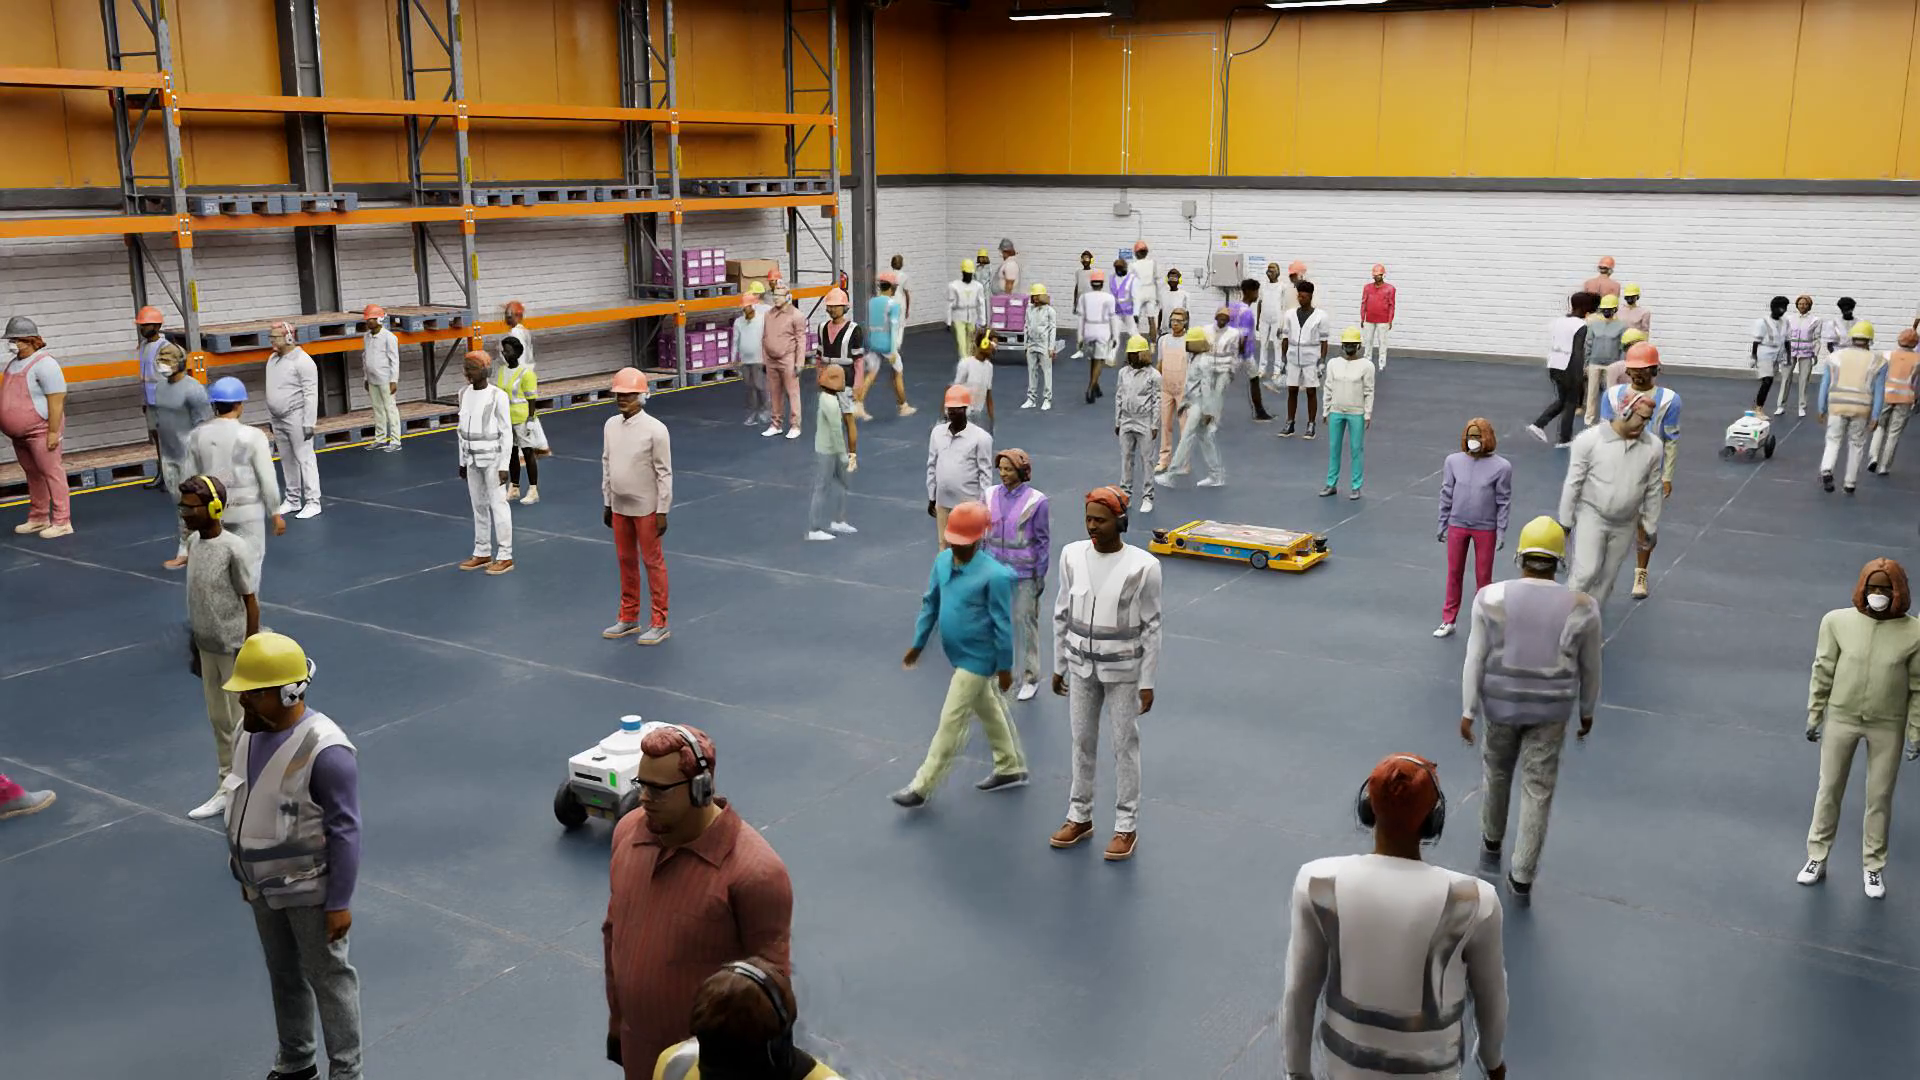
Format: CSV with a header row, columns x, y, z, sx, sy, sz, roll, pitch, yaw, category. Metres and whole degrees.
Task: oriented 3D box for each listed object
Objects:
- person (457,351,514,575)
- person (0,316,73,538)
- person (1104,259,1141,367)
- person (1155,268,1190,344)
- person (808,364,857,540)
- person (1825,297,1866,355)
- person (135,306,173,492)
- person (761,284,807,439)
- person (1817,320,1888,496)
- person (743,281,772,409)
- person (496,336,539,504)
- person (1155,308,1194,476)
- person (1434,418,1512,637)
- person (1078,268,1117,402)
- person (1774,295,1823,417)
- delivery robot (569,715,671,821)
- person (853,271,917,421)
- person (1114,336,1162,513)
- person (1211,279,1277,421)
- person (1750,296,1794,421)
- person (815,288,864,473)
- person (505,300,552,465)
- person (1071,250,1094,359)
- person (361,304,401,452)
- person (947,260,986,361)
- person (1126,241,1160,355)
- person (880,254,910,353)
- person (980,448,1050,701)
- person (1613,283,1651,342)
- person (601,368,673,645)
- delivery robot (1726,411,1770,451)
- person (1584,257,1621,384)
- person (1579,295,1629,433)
x,y,z,sx,sy,sz,roll,pitch,yaw,category
-4.003,-0.652,13.975,0.583,1.884,0.350,8,15,31,person
-8.557,-1.039,15.311,0.688,2.000,0.538,8,15,31,person
2.701,-3.783,27.764,0.710,1.786,0.910,10,17,38,person
3.091,-3.018,24.262,0.531,1.876,0.322,8,15,31,person
-1.138,-0.797,15.190,0.600,1.615,0.502,-2,13,-8,person
11.661,-2.358,21.875,0.552,1.662,0.617,4,14,17,person
-8.389,-1.470,17.399,0.551,1.942,0.345,8,15,31,person
-2.226,-2.227,20.747,0.650,1.913,0.409,8,15,31,person
9.144,-1.338,17.091,0.617,1.821,0.604,9,16,34,person
-2.806,-2.711,23.170,0.532,1.768,0.311,8,15,31,person
-4.487,-1.210,16.802,0.540,1.700,0.316,8,15,31,person
2.371,-1.630,18.302,0.513,1.846,0.340,8,15,31,person
3.702,-0.075,12.023,0.506,1.633,0.279,8,15,31,person
1.942,-2.935,23.837,0.544,1.908,0.914,6,14,25,person
11.341,-2.494,22.504,0.521,1.640,0.306,8,15,31,person
-1.724,1.169,8.784,0.477,0.478,0.707,7,15,28,delivery robot
-1.035,-2.573,22.131,0.608,1.992,1.052,12,17,41,person
1.742,-1.144,16.420,0.492,1.744,0.295,8,15,31,person
3.674,-2.491,21.915,1.031,1.917,0.614,-3,13,-12,person
10.705,-2.380,21.925,0.543,1.669,0.485,-5,14,-22,person
-1.354,-1.754,18.400,0.614,2.048,0.361,8,15,31,person
-4.975,-1.801,19.027,0.483,1.862,0.705,-3,13,-12,person
2.177,-4.072,28.831,0.531,1.876,0.322,8,15,31,person
-6.913,-1.929,19.800,0.571,1.751,0.329,8,15,31,person
0.122,-3.429,26.058,0.595,1.868,0.993,-4,14,-18,person
3.273,-4.316,29.648,0.671,1.969,1.096,-3,13,-13,person
-1.137,-3.982,28.547,0.550,1.827,0.559,1,13,6,person
0.340,0.214,10.756,0.521,1.640,0.306,8,15,31,person
9.171,-2.641,22.863,0.532,1.768,0.311,8,15,31,person
-2.338,-0.247,11.969,0.621,1.997,0.372,8,15,31,person
9.136,-1.250,19.280,0.477,0.478,0.707,9,16,35,delivery robot
9.954,-3.406,25.787,0.628,1.942,1.002,12,17,41,person
8.126,-2.206,20.976,0.532,1.768,0.311,8,15,31,person
